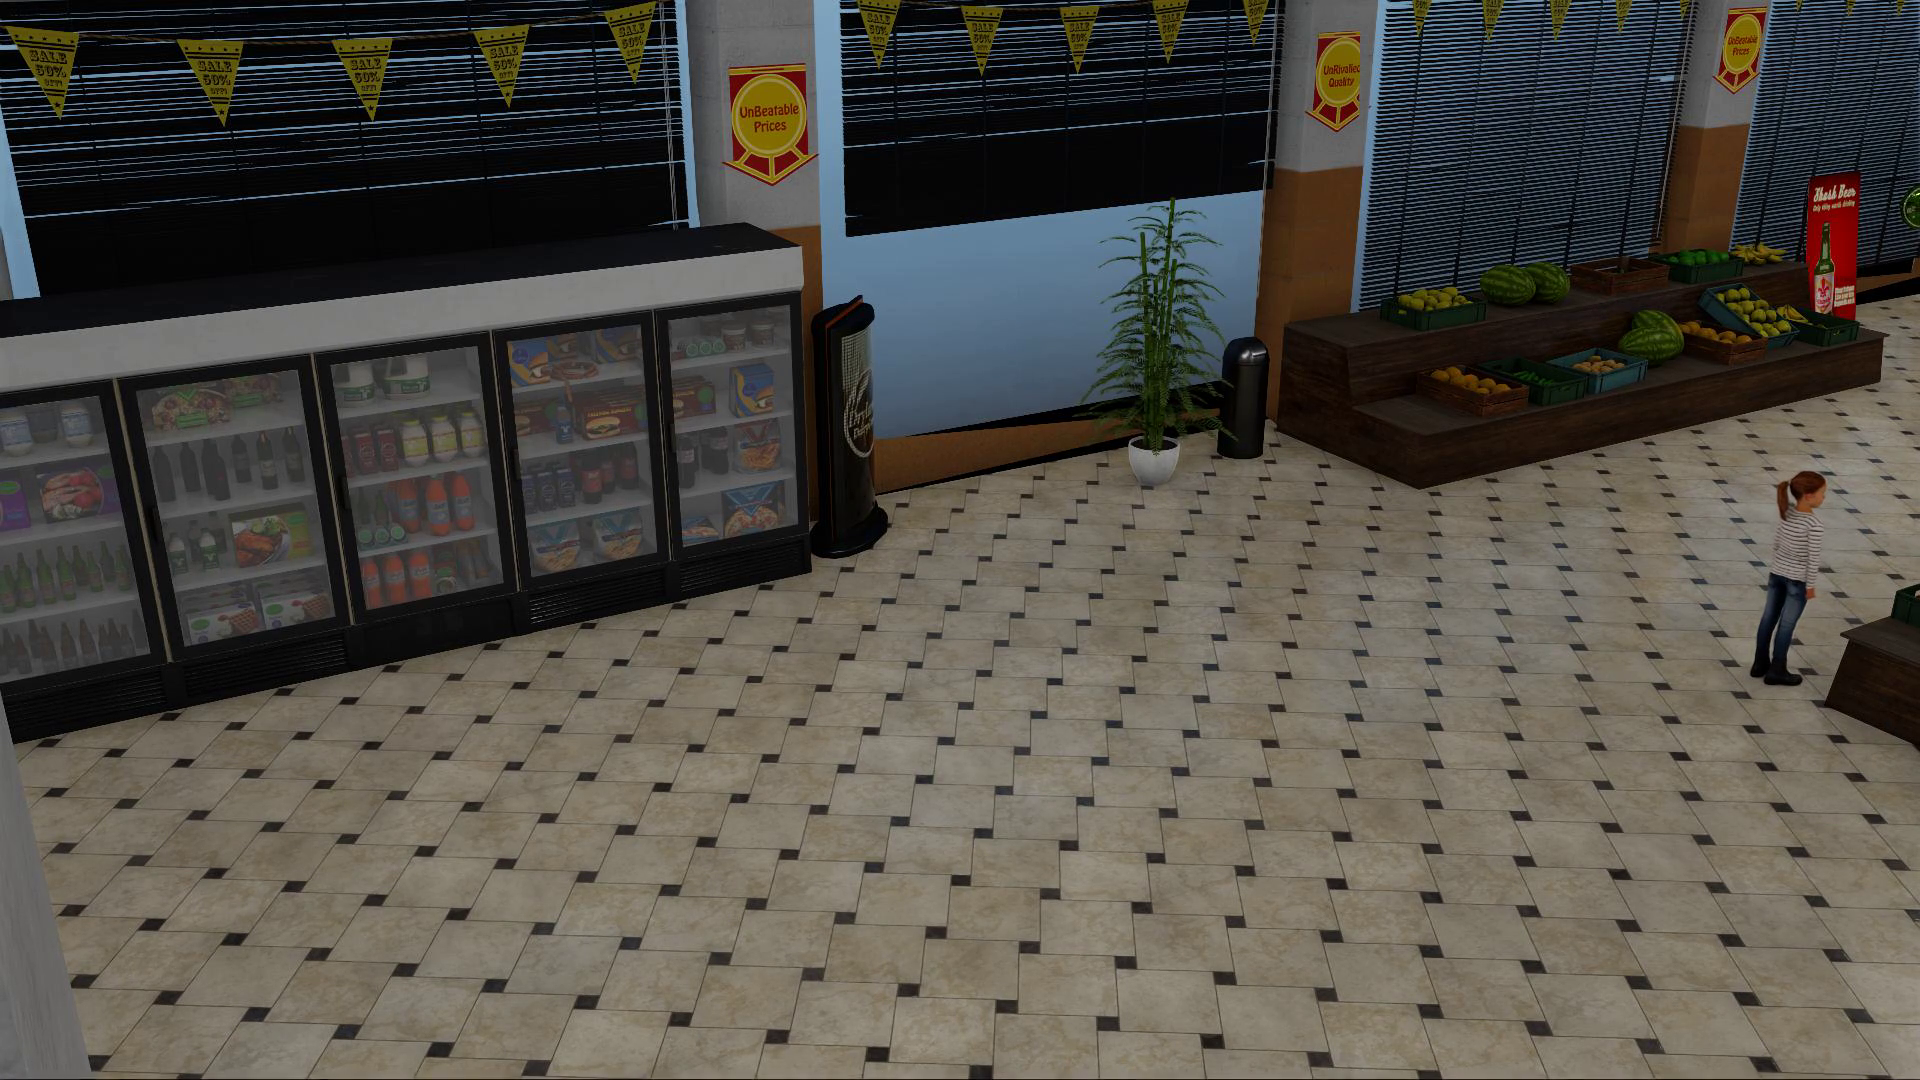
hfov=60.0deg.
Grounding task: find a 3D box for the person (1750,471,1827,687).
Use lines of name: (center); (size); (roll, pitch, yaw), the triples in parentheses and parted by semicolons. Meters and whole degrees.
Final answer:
person: (4.914, 0.226, 9.863); (0.511, 1.313, 0.505); (-7, 23, -16)
